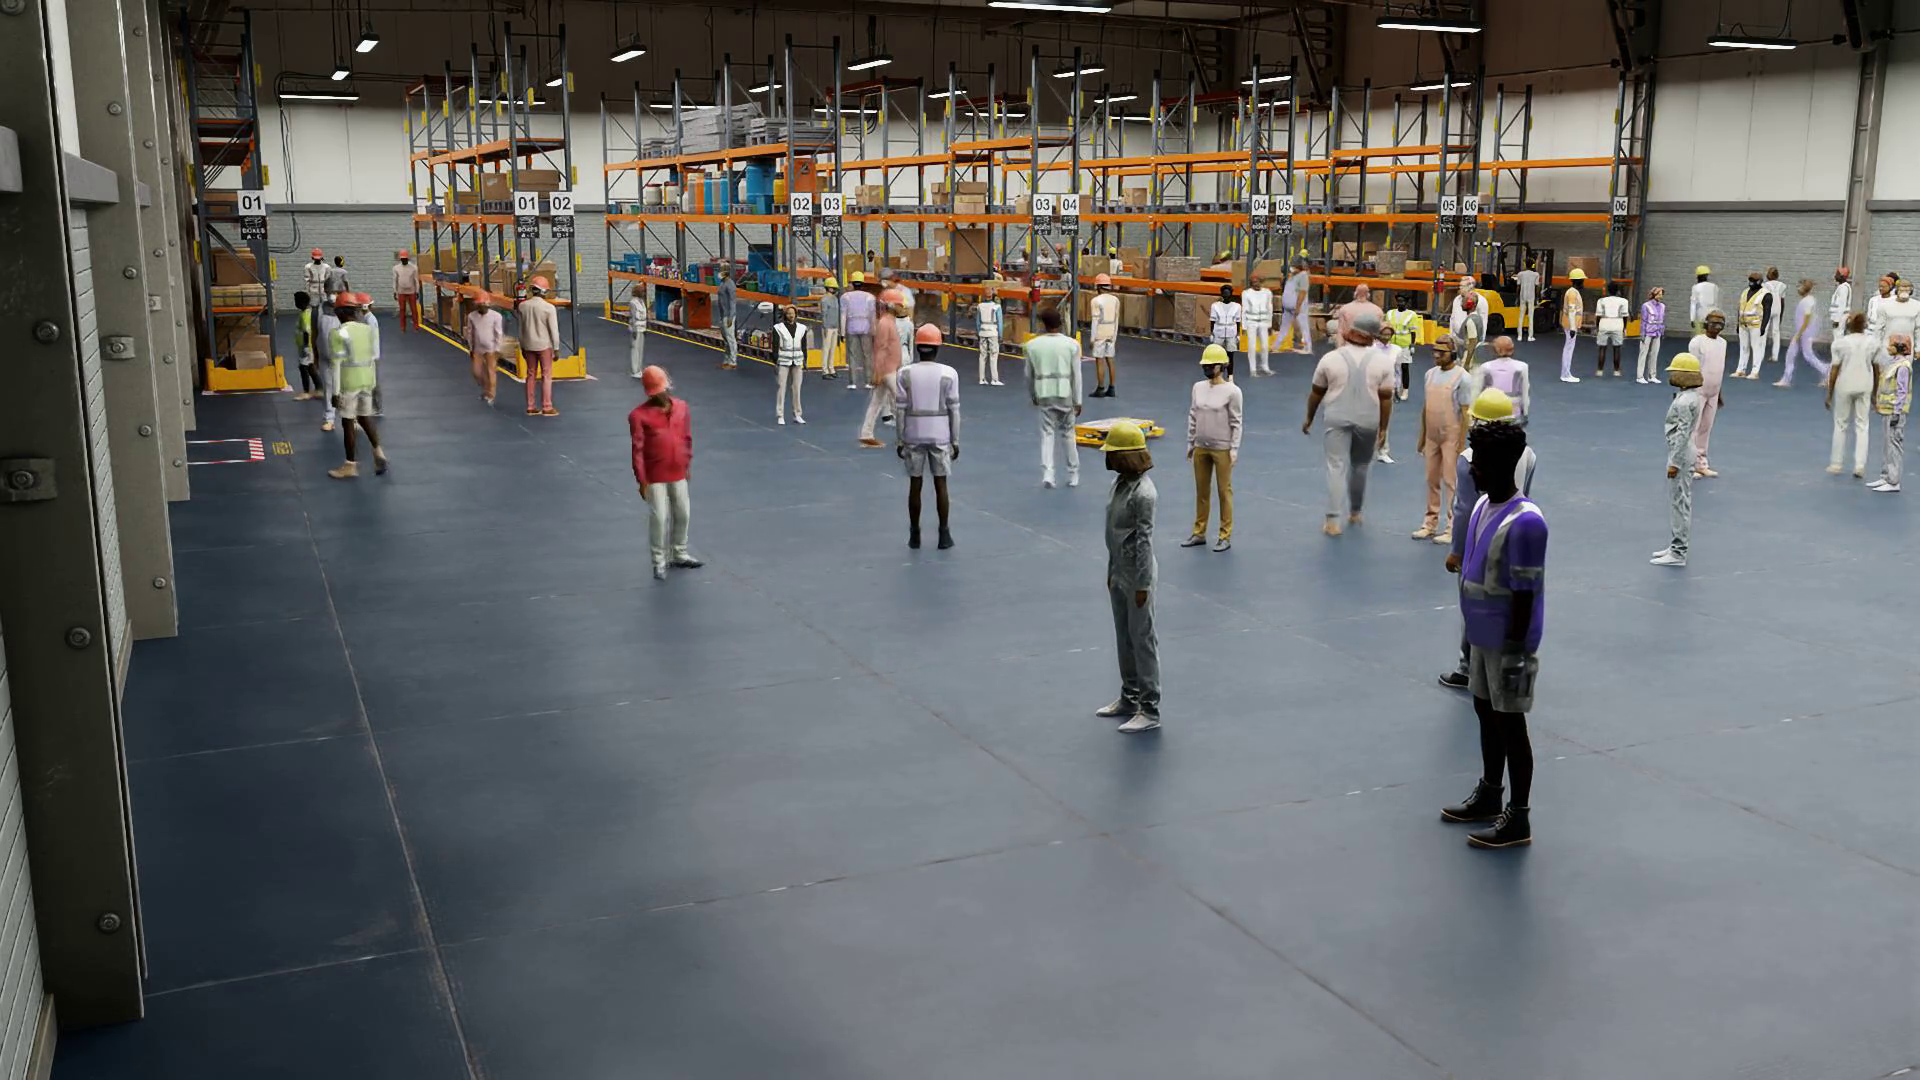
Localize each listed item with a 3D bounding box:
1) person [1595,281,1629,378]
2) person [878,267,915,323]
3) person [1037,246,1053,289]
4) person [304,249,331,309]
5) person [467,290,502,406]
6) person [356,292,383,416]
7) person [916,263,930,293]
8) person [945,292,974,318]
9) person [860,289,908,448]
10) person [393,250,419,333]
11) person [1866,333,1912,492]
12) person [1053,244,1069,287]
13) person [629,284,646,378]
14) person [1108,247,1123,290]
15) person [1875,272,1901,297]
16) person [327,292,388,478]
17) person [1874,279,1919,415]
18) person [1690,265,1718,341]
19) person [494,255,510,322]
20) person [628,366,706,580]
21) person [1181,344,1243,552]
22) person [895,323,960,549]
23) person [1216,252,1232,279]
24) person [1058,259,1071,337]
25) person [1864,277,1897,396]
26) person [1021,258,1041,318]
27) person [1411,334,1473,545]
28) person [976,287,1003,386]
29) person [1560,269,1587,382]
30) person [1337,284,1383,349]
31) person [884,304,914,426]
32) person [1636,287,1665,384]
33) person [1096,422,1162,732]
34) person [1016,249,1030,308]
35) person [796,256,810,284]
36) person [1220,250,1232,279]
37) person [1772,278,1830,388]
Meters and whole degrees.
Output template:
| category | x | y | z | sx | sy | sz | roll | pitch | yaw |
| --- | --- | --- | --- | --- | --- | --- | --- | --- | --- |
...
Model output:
| category | x | y | z | sx | sy | sz | roll | pitch | yaw |
| --- | --- | --- | --- | --- | --- | --- | --- | --- | --- |
| person | 11.427 | -3.696 | 29.186 | 0.540 | 1.696 | 0.317 | 5 | 12 | 22 |
| person | -1.061 | -3.468 | 27.157 | 0.764 | 2.000 | 0.536 | 9 | 14 | 38 |
| person | 2.458 | -7.554 | 48.263 | 0.409 | 1.907 | 0.651 | 11 | 15 | 43 |
| person | -15.193 | -5.881 | 39.440 | 0.605 | 2.034 | 0.387 | -6 | 13 | -29 |
| person | -7.113 | -2.863 | 24.874 | 0.557 | 1.732 | 0.376 | 1 | 11 | 5 |
| person | -8.445 | -2.643 | 23.695 | 0.331 | 1.750 | 0.573 | -6 | 13 | -28 |
| person | -1.118 | -7.855 | 50.252 | 0.593 | 1.727 | 0.590 | 6 | 13 | 30 |
| person | -0.029 | -7.053 | 45.481 | 0.956 | 2.008 | 0.617 | 10 | 15 | 43 |
| person | -0.773 | -2.073 | 20.308 | 1.016 | 1.937 | 0.644 | 1 | 11 | 3 |
| person | -13.331 | -5.975 | 40.036 | 0.614 | 1.985 | 0.400 | -2 | 11 | -10 |
| person | 9.682 | -1.319 | 17.256 | 0.305 | 1.640 | 0.522 | 4 | 12 | 18 |
| person | 3.000 | -7.492 | 47.749 | 0.648 | 1.986 | 0.665 | -8 | 14 | -35 |
| person | -5.652 | -3.658 | 29.151 | 0.311 | 1.636 | 0.522 | 1 | 11 | 7 |
| person | 4.193 | -7.088 | 45.842 | 0.586 | 1.928 | 0.369 | 1 | 11 | 8 |
| person | 16.080 | -3.709 | 28.851 | 0.328 | 1.860 | 0.536 | -8 | 14 | -36 |
| person | -6.580 | -1.675 | 18.125 | 0.542 | 2.022 | 0.719 | 5 | 12 | 24 |
| person | 13.440 | -2.760 | 23.846 | 0.627 | 1.933 | 0.367 | 5 | 12 | 23 |
| person | 13.958 | -4.192 | 31.187 | 0.589 | 1.909 | 0.578 | -3 | 12 | -15 |
| person | -12.165 | -6.674 | 44.148 | 0.331 | 1.768 | 0.526 | -5 | 12 | -25 |
| person | -2.317 | -0.533 | 13.092 | 0.450 | 1.705 | 0.639 | 11 | 15 | 43 |
| person | 2.160 | -0.786 | 14.224 | 0.523 | 1.769 | 0.319 | 11 | 15 | 43 |
| person | -0.277 | -0.886 | 14.299 | 0.551 | 1.934 | 0.373 | 1 | 11 | 3 |
| person | 7.577 | -7.360 | 47.660 | 0.530 | 1.742 | 0.657 | -5 | 12 | -23 |
| person | 2.307 | -5.265 | 36.730 | 0.310 | 1.868 | 0.533 | -4 | 12 | -20 |
| person | 14.385 | -3.156 | 25.973 | 0.354 | 1.883 | 0.576 | -6 | 13 | -29 |
| person | 1.529 | -5.410 | 37.484 | 0.397 | 1.873 | 0.751 | -5 | 12 | -25 |
| person | 4.230 | -0.881 | 14.539 | 0.337 | 1.838 | 0.509 | -6 | 13 | -29 |
| person | 0.498 | -3.400 | 27.832 | 0.523 | 1.638 | 0.311 | 8 | 14 | 36 |
| person | 10.493 | -3.669 | 28.462 | 0.359 | 1.929 | 0.593 | 4 | 12 | 20 |
| person | 5.791 | -2.767 | 24.101 | 0.652 | 1.854 | 1.011 | 3 | 12 | 15 |
| person | -0.850 | -2.428 | 22.630 | 0.493 | 1.742 | 0.304 | -10 | 15 | -42 |
| person | 11.718 | -3.462 | 28.175 | 0.514 | 1.634 | 0.313 | -5 | 12 | -23 |
| person | 0.934 | 0.199 | 9.309 | 0.339 | 1.734 | 0.482 | -4 | 12 | -18 |
| person | 1.932 | -7.578 | 48.613 | 0.652 | 1.825 | 0.983 | -4 | 12 | -21 |
| person | -4.736 | -7.607 | 49.260 | 0.554 | 1.610 | 0.441 | -5 | 12 | -25 |
| person | 8.067 | -7.831 | 50.035 | 0.531 | 1.765 | 0.330 | 3 | 12 | 15 |
| person | 13.959 | -3.392 | 27.371 | 0.854 | 1.818 | 0.508 | 1 | 11 | 6 |
